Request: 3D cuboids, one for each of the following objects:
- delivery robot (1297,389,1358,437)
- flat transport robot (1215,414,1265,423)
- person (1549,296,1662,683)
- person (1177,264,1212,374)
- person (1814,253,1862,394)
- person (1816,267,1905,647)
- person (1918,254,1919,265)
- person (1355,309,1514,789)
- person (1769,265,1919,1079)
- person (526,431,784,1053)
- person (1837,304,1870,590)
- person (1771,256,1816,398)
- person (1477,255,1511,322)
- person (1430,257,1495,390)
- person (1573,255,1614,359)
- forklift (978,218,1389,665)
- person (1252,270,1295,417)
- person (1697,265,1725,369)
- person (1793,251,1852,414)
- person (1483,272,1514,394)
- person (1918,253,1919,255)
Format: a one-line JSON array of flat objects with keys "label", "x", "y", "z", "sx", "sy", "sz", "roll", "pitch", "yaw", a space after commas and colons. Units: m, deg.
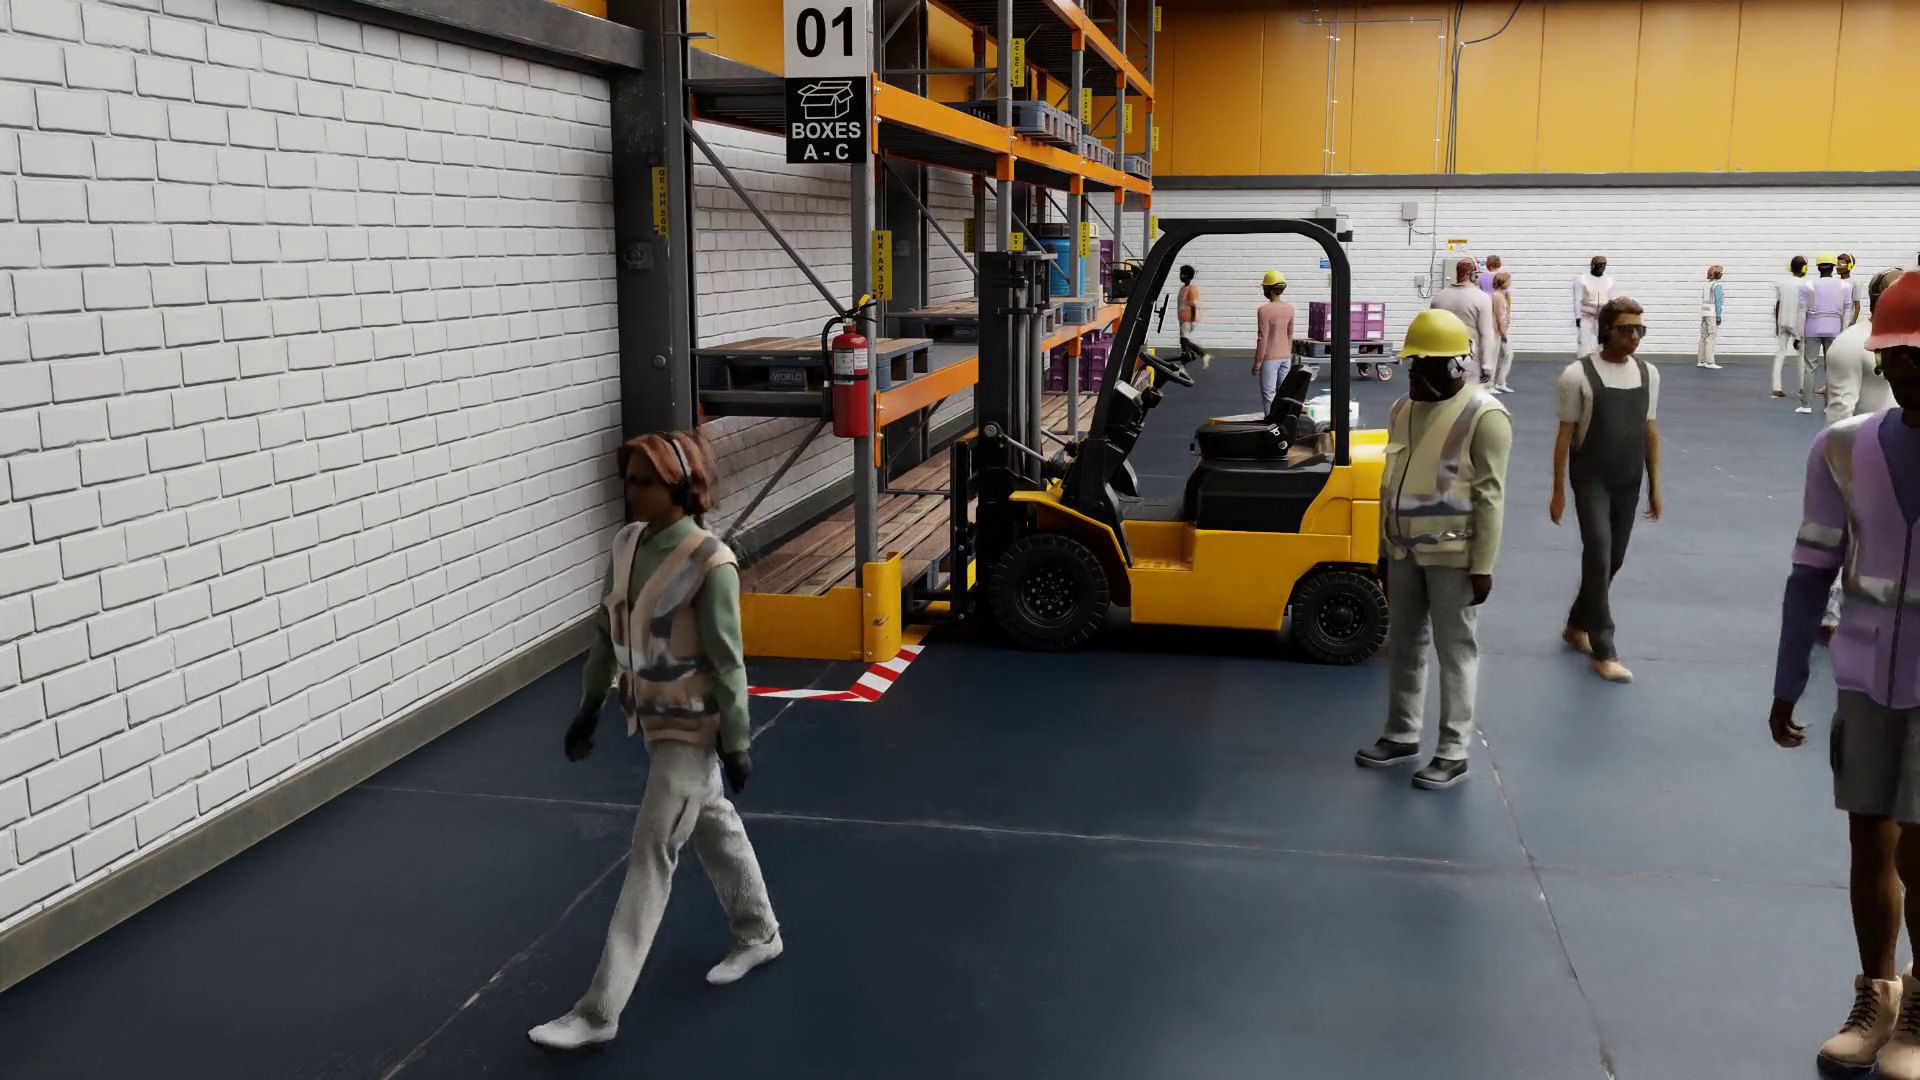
[{"label": "delivery robot", "x": 3.679, "y": -1.277, "z": 16.763, "sx": 0.707, "sy": 0.478, "sz": 0.477, "roll": -7, "pitch": 12, "yaw": -33}, {"label": "flat transport robot", "x": 3.183, "y": -1.181, "z": 17.273, "sx": 1.431, "sy": 0.197, "sz": 0.652, "roll": -10, "pitch": 14, "yaw": -42}, {"label": "person", "x": 3.146, "y": -0.273, "z": 8.076, "sx": 0.530, "sy": 1.832, "sz": 0.701, "roll": -2, "pitch": 11, "yaw": -12}, {"label": "person", "x": 3.505, "y": -3.320, "z": 25.115, "sx": 0.639, "sy": 1.680, "sz": 0.544, "roll": -2, "pitch": 11, "yaw": -10}, {"label": "person", "x": 11.600, "y": -2.829, "z": 21.920, "sx": 0.328, "sy": 1.874, "sz": 0.521, "roll": -3, "pitch": 11, "yaw": -14}, {"label": "person", "x": 4.632, "y": -0.410, "z": 8.472, "sx": 0.634, "sy": 1.937, "sz": 0.355, "roll": -5, "pitch": 12, "yaw": -28}, {"label": "person", "x": 14.334, "y": -3.365, "z": 24.861, "sx": 0.953, "sy": 1.868, "sz": 0.653, "roll": 7, "pitch": 12, "yaw": 33}, {"label": "person", "x": 1.810, "y": 0.031, "z": 6.380, "sx": 0.404, "sy": 1.822, "sz": 0.597, "roll": -6, "pitch": 12, "yaw": -28}, {"label": "person", "x": 2.286, "y": 0.358, "z": 4.022, "sx": 0.500, "sy": 2.023, "sz": 0.648, "roll": -8, "pitch": 13, "yaw": -36}, {"label": "person", "x": -0.790, "y": 0.506, "z": 4.407, "sx": 0.864, "sy": 1.593, "sz": 0.511, "roll": -8, "pitch": 13, "yaw": -38}, {"label": "person", "x": 5.348, "y": -0.567, "z": 9.523, "sx": 0.588, "sy": 1.883, "sz": 0.972, "roll": -10, "pitch": 14, "yaw": -42}, {"label": "person", "x": 10.925, "y": -2.781, "z": 21.751, "sx": 0.833, "sy": 1.844, "sz": 0.523, "roll": -8, "pitch": 13, "yaw": -37}, {"label": "person", "x": 8.462, "y": -3.635, "z": 26.521, "sx": 0.583, "sy": 1.811, "sz": 0.868, "roll": 0, "pitch": 10, "yaw": -2}, {"label": "person", "x": 4.625, "y": -1.635, "z": 15.281, "sx": 0.399, "sy": 1.907, "sz": 0.644, "roll": -8, "pitch": 13, "yaw": -37}, {"label": "person", "x": 9.284, "y": -3.245, "z": 24.349, "sx": 0.617, "sy": 1.815, "sz": 0.665, "roll": 0, "pitch": 10, "yaw": 2}, {"label": "forklift", "x": 1.285, "y": -0.567, "z": 8.635, "sx": 2.313, "sy": 2.155, "sz": 1.214, "roll": 2, "pitch": 11, "yaw": 11}, {"label": "person", "x": 3.082, "y": -1.774, "z": 16.424, "sx": 0.524, "sy": 1.770, "sz": 0.315, "roll": -9, "pitch": 14, "yaw": -40}, {"label": "person", "x": 11.986, "y": -3.553, "z": 26.524, "sx": 0.307, "sy": 1.641, "sz": 0.512, "roll": 0, "pitch": 10, "yaw": -2}, {"label": "person", "x": 10.179, "y": -2.442, "z": 19.665, "sx": 0.585, "sy": 1.920, "sz": 0.383, "roll": 2, "pitch": 11, "yaw": 13}, {"label": "person", "x": 7.223, "y": -2.737, "z": 22.103, "sx": 0.507, "sy": 1.625, "sz": 0.530, "roll": 5, "pitch": 11, "yaw": 24}, {"label": "person", "x": 14.826, "y": -3.541, "z": 25.485, "sx": 0.395, "sy": 1.994, "sz": 0.613, "roll": 2, "pitch": 10, "yaw": 10}]
